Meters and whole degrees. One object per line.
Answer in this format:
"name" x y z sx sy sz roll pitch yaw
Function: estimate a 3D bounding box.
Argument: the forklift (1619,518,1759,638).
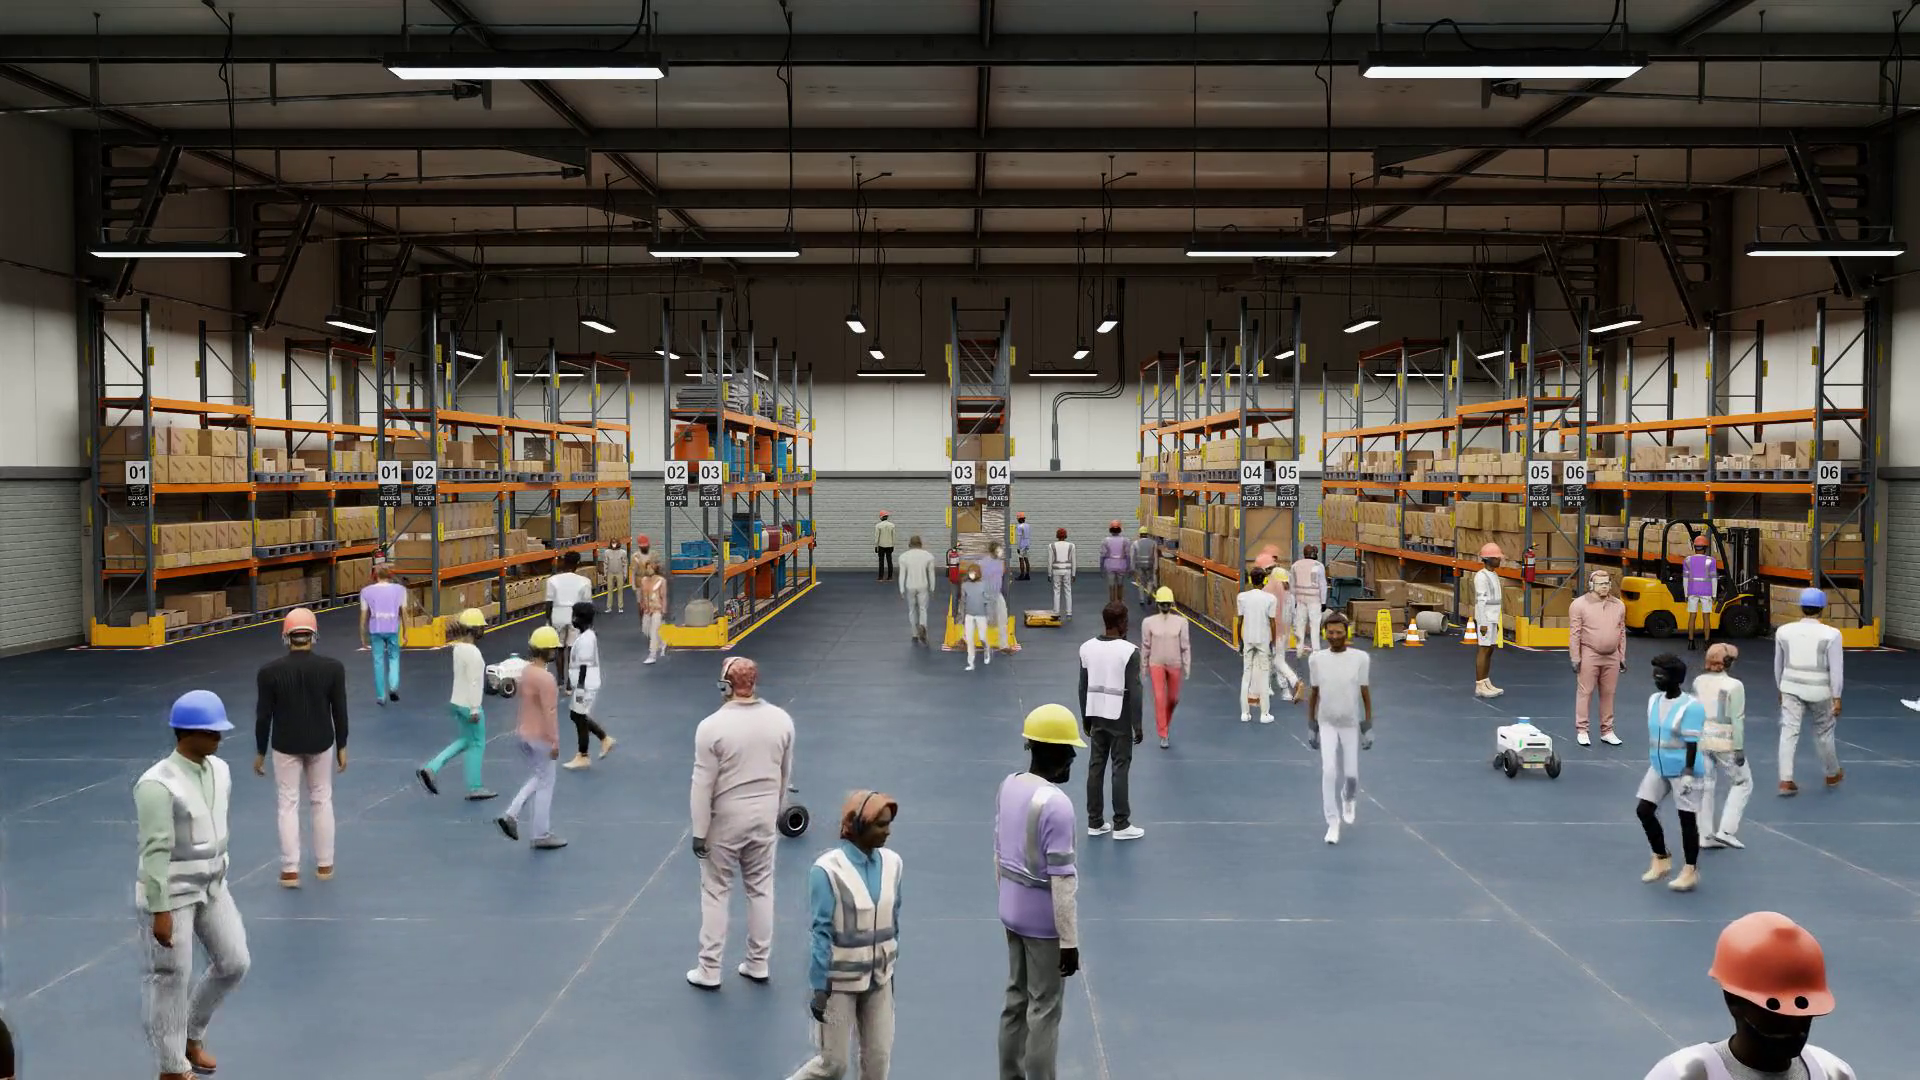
"forklift" 13.417 0.684 29.791 2.313 2.155 1.214 0 2 0

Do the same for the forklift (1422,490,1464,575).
"forklift" 13.926 -0.371 47.846 1.873 2.768 1.129 0 2 0

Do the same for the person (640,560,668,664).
"person" -4.781 1.118 25.341 0.530 1.621 0.545 1 3 32

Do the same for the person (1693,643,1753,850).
"person" 5.987 1.619 12.666 0.431 1.623 0.537 -1 2 -19

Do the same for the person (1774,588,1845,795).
"person" 7.910 1.396 15.014 0.994 1.893 0.657 -2 3 -42

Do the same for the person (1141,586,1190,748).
"person" 2.248 1.362 17.726 0.526 1.740 0.752 0 2 -2

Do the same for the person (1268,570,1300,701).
"person" 4.219 1.238 21.426 0.495 1.707 0.879 -1 3 -25

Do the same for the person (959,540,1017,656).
"person" 0.454 0.938 26.649 0.996 1.904 0.622 2 3 35

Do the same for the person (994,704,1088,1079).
"person" 0.369 1.693 7.231 0.382 1.921 0.591 -1 3 -25

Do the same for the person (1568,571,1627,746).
"person" 6.998 1.286 17.672 0.651 1.907 0.409 0 2 -7

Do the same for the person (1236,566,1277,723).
"person" 3.554 1.245 19.348 0.497 1.861 0.327 1 3 26

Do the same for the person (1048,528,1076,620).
"person" 2.074 0.692 32.926 0.577 1.882 0.349 0 2 -2

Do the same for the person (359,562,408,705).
"person" -7.400 1.198 20.731 0.593 1.833 0.450 -1 3 -29

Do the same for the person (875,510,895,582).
"person" -2.106 0.162 44.995 0.615 1.987 0.407 -1 3 -32

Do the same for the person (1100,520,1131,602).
"person" 3.235 0.593 33.793 0.636 2.009 0.924 0 2 0

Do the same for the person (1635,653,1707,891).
"person" 5.043 1.644 11.452 0.475 1.676 0.541 -1 2 -23

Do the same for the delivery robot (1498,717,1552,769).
"delivery robot" 5.582 1.995 15.971 0.477 0.478 0.707 0 2 1

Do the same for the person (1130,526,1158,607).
"person" 4.121 0.591 36.276 0.633 1.811 0.532 0 2 2

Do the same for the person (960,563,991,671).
"person" 0.255 1.153 24.502 0.510 1.622 0.492 1 2 20

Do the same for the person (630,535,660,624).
"person" -5.797 0.834 29.790 0.547 1.853 1.033 -1 2 -15

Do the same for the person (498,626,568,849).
"person" -3.330 1.557 12.706 0.446 1.753 0.538 -2 3 -37

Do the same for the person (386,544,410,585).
"person" -12.009 0.669 34.649 0.598 1.787 0.914 0 2 6

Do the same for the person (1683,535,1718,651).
"person" 12.477 0.890 27.207 0.545 1.942 0.349 2 3 39

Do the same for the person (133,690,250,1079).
"person" -3.644 1.674 7.641 0.438 1.933 0.629 1 2 14

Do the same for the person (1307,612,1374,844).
"person" 3.095 1.495 13.133 0.530 1.849 0.672 1 2 17

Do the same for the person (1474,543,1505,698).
"person" 7.083 1.064 21.558 0.376 2.042 0.615 1 3 33

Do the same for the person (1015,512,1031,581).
"person" 1.751 0.173 45.469 0.389 1.929 0.545 2 3 37

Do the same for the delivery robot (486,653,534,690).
"delivery robot" -5.983 1.767 21.697 0.477 0.478 0.707 2 3 44

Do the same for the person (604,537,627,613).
"person" -7.387 0.748 34.606 0.499 1.634 0.285 0 2 -2

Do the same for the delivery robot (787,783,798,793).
"delivery robot" -1.668 1.977 13.179 0.698 0.223 0.335 -2 3 -35

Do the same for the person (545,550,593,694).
"person" -5.301 1.106 21.896 0.632 1.927 0.693 0 2 -9

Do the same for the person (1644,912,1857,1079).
"person" 1.870 1.823 3.772 0.551 1.935 0.375 0 2 -11

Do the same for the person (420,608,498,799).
"person" -4.520 1.490 14.606 0.580 1.751 0.522 -2 3 -37

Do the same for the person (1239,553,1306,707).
"person" 3.960 1.143 20.508 0.624 1.973 0.831 -2 3 -44

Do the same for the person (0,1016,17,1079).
"person" -4.617 1.821 7.162 0.611 1.648 0.837 2 3 39

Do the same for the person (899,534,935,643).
"person" -0.754 0.857 28.372 0.648 1.918 0.728 0 2 -6

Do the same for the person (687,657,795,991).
"person" -1.279 1.622 9.341 0.661 1.904 0.437 -2 3 -36

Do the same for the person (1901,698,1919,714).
"person" 12.073 1.227 19.625 0.597 1.868 1.030 -2 3 -39

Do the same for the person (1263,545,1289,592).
"person" 4.591 1.031 23.854 0.553 1.923 0.415 0 2 -10

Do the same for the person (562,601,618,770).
"person" -3.732 1.453 16.176 0.458 1.683 0.540 -1 2 -14

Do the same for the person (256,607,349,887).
"person" -4.765 1.481 11.705 0.622 1.991 0.395 -1 3 -30

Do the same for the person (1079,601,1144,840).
"person" 1.227 1.460 13.166 0.592 1.916 0.375 2 3 42

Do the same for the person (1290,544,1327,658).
"person" 5.625 0.990 25.973 0.626 1.840 0.430 2 3 42

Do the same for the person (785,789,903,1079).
"person" -0.485 1.857 6.858 0.527 1.614 0.590 -2 3 -42

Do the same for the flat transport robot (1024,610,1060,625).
"flat transport robot" 1.629 1.538 32.142 0.652 0.197 1.431 0 2 0
